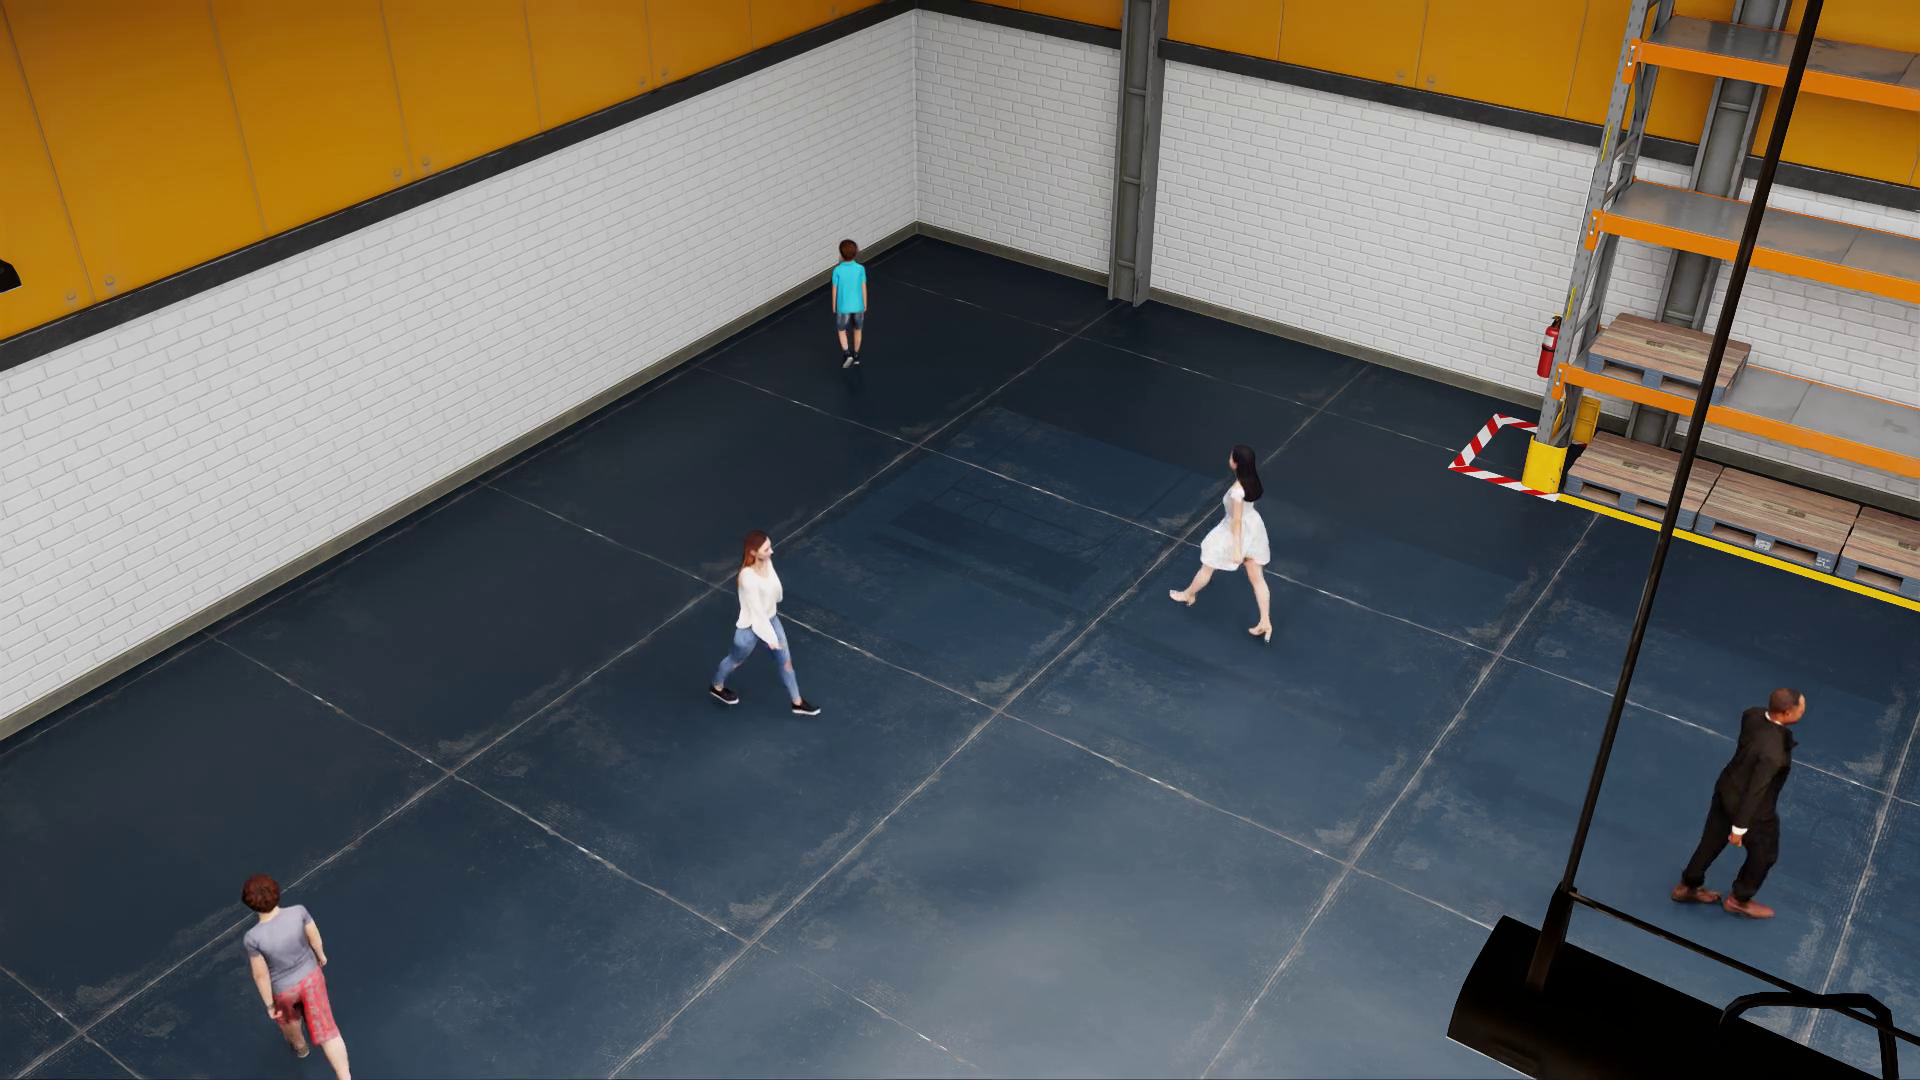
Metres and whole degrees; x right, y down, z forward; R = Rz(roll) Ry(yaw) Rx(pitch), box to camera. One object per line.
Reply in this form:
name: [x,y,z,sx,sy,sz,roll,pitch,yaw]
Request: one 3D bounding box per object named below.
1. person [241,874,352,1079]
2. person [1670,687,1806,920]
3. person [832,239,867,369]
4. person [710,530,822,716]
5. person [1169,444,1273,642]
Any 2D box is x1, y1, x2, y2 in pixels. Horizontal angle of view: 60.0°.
person: [-3.873,2.668,9.803,0.827,1.616,1.211,-23,40,-30]
person: [5.087,1.723,10.982,1.029,1.885,0.941,0,34,0]
person: [-1.161,-2.488,17.721,0.764,1.439,0.833,-7,34,-10]
person: [-1.649,0.662,12.796,1.196,1.644,0.753,13,36,19]
person: [2.375,0.065,13.624,1.194,1.721,0.661,23,40,31]
